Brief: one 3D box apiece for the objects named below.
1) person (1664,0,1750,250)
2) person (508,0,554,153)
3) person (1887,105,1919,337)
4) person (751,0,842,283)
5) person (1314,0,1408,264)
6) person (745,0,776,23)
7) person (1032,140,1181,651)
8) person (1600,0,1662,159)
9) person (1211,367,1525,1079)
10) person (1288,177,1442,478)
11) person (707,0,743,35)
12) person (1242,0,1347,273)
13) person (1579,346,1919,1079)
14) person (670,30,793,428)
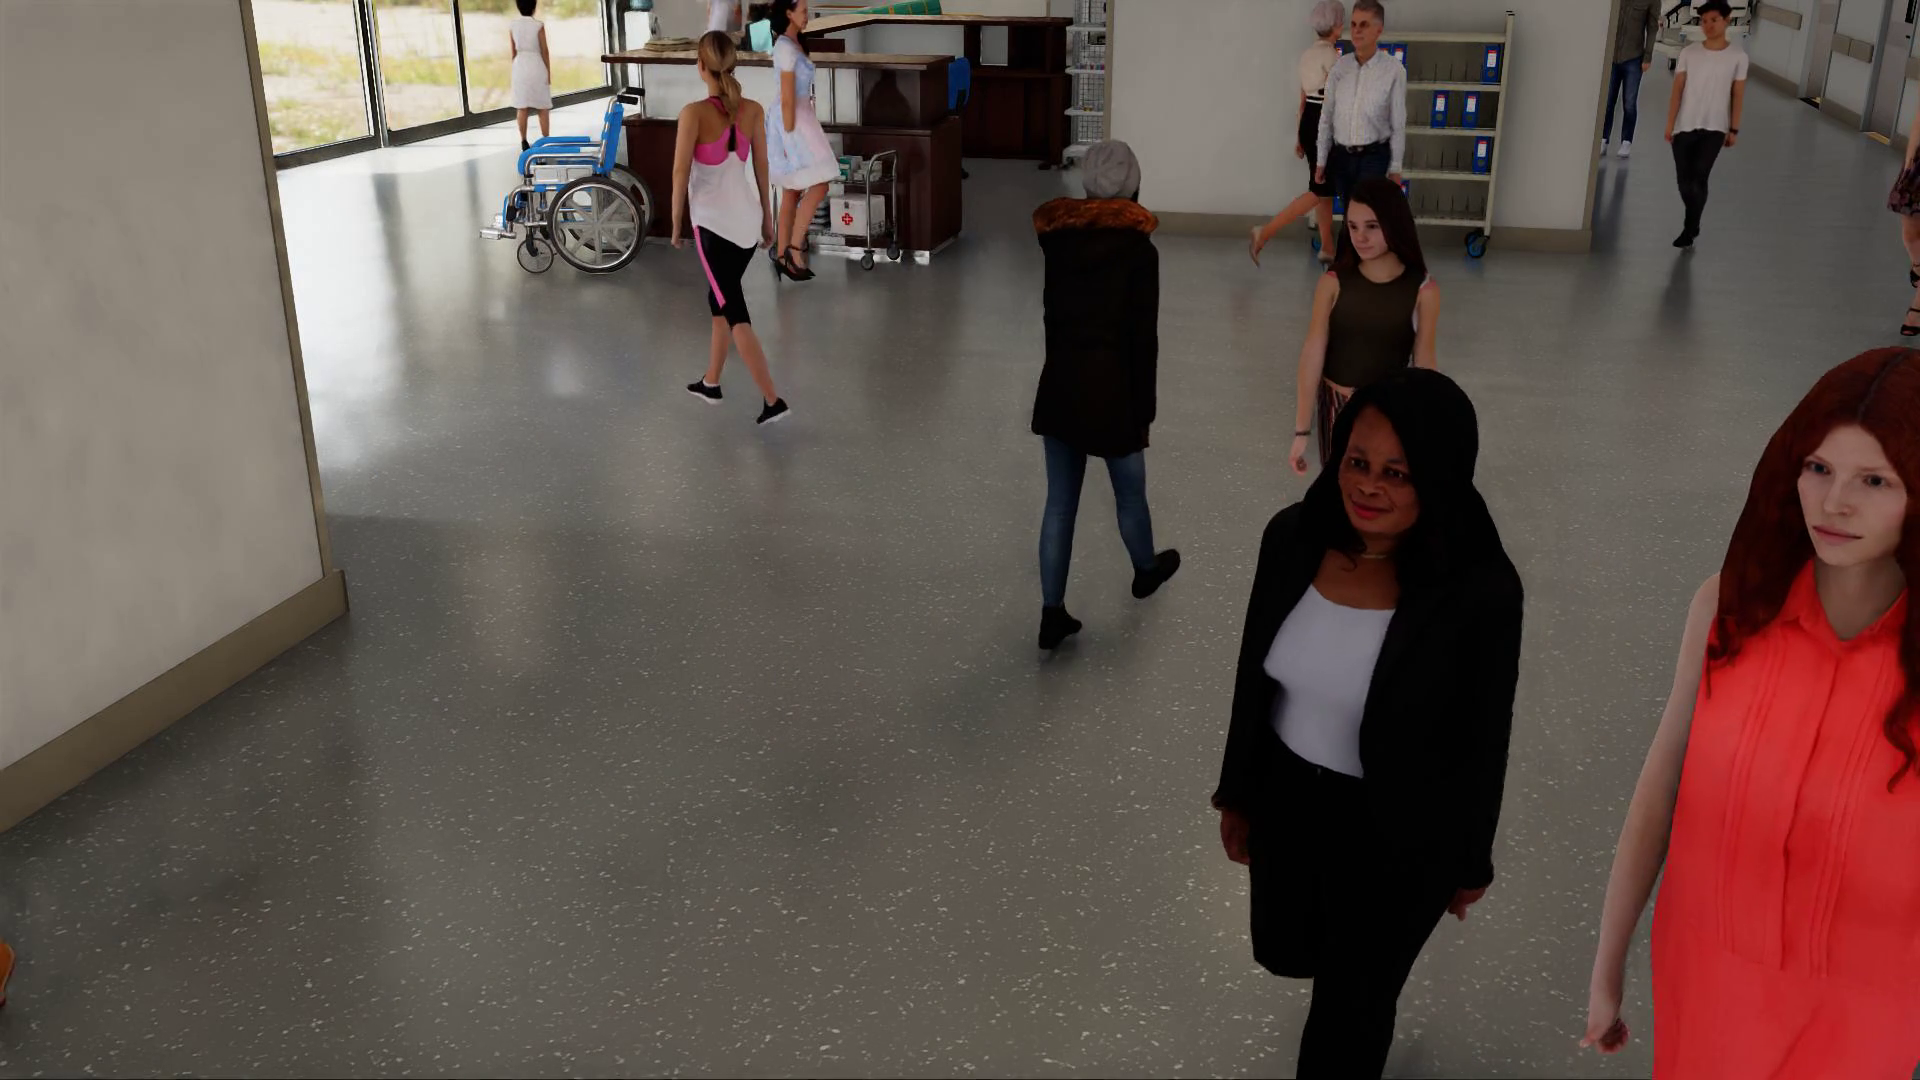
[{"bbox_3d":[5.280,-2.945,11.830,1.115,1.682,0.949,15,25,34],"label":"person"},{"bbox_3d":[-4.203,-4.557,16.270,0.525,1.553,0.669,1,21,2],"label":"person"},{"bbox_3d":[5.498,-2.035,9.315,0.930,1.763,0.820,11,23,27],"label":"person"},{"bbox_3d":[-1.149,-2.534,10.571,0.908,1.805,0.811,-2,21,-5],"label":"person"},{"bbox_3d":[2.394,-2.225,9.803,1.234,1.772,1.046,16,26,37],"label":"person"},{"bbox_3d":[-2.813,-7.607,23.988,0.909,1.789,0.795,2,21,6],"label":"person"},{"bbox_3d":[0.384,-0.416,5.268,1.008,1.601,0.883,12,24,30],"label":"person"},{"bbox_3d":[6.448,-4.667,16.120,0.684,1.864,0.831,16,26,36],"label":"person"},{"bbox_3d":[0.728,0.463,2.961,1.040,1.592,0.951,15,25,34],"label":"person"},{"bbox_3d":[1.284,-0.370,5.249,0.938,1.529,0.736,10,23,25],"label":"person"},{"bbox_3d":[-3.126,-6.698,21.871,0.737,1.589,0.727,5,21,12],"label":"person"},{"bbox_3d":[2.234,-2.548,10.717,1.112,1.728,0.872,-3,21,-9],"label":"person"},{"bbox_3d":[1.146,0.622,2.271,1.097,1.783,1.163,-17,26,-37],"label":"person"},{"bbox_3d":[-1.016,-1.351,7.531,1.054,1.746,1.212,-16,26,-36],"label":"person"}]
